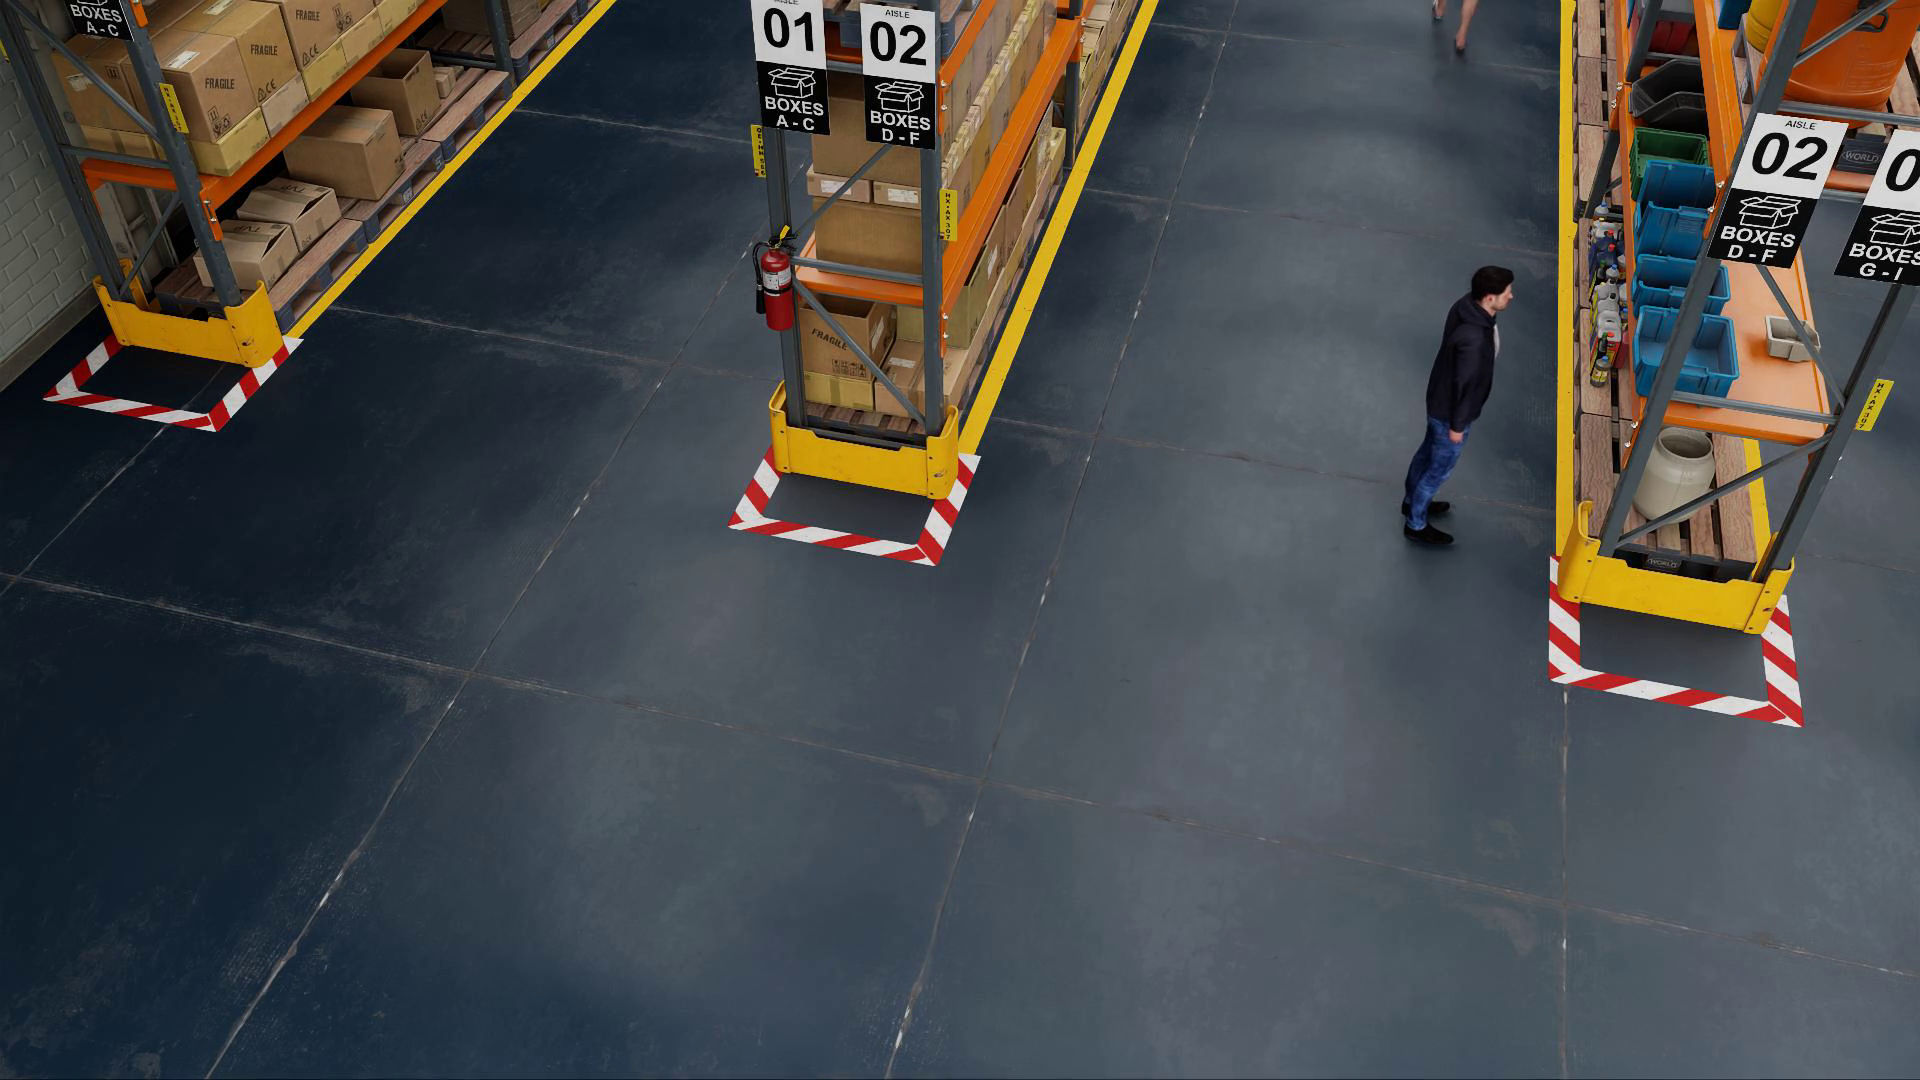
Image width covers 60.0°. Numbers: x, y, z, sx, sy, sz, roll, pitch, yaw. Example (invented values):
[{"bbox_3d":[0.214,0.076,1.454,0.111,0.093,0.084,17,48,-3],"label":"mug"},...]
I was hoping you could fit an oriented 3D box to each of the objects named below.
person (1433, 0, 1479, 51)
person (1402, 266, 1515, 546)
[{"bbox_3d":[4.456,-5.169,14.461,0.739,1.797,1.102,7,44,8],"label":"person"},{"bbox_3d":[2.871,-0.802,9.714,0.753,1.892,0.532,6,43,6],"label":"person"}]
